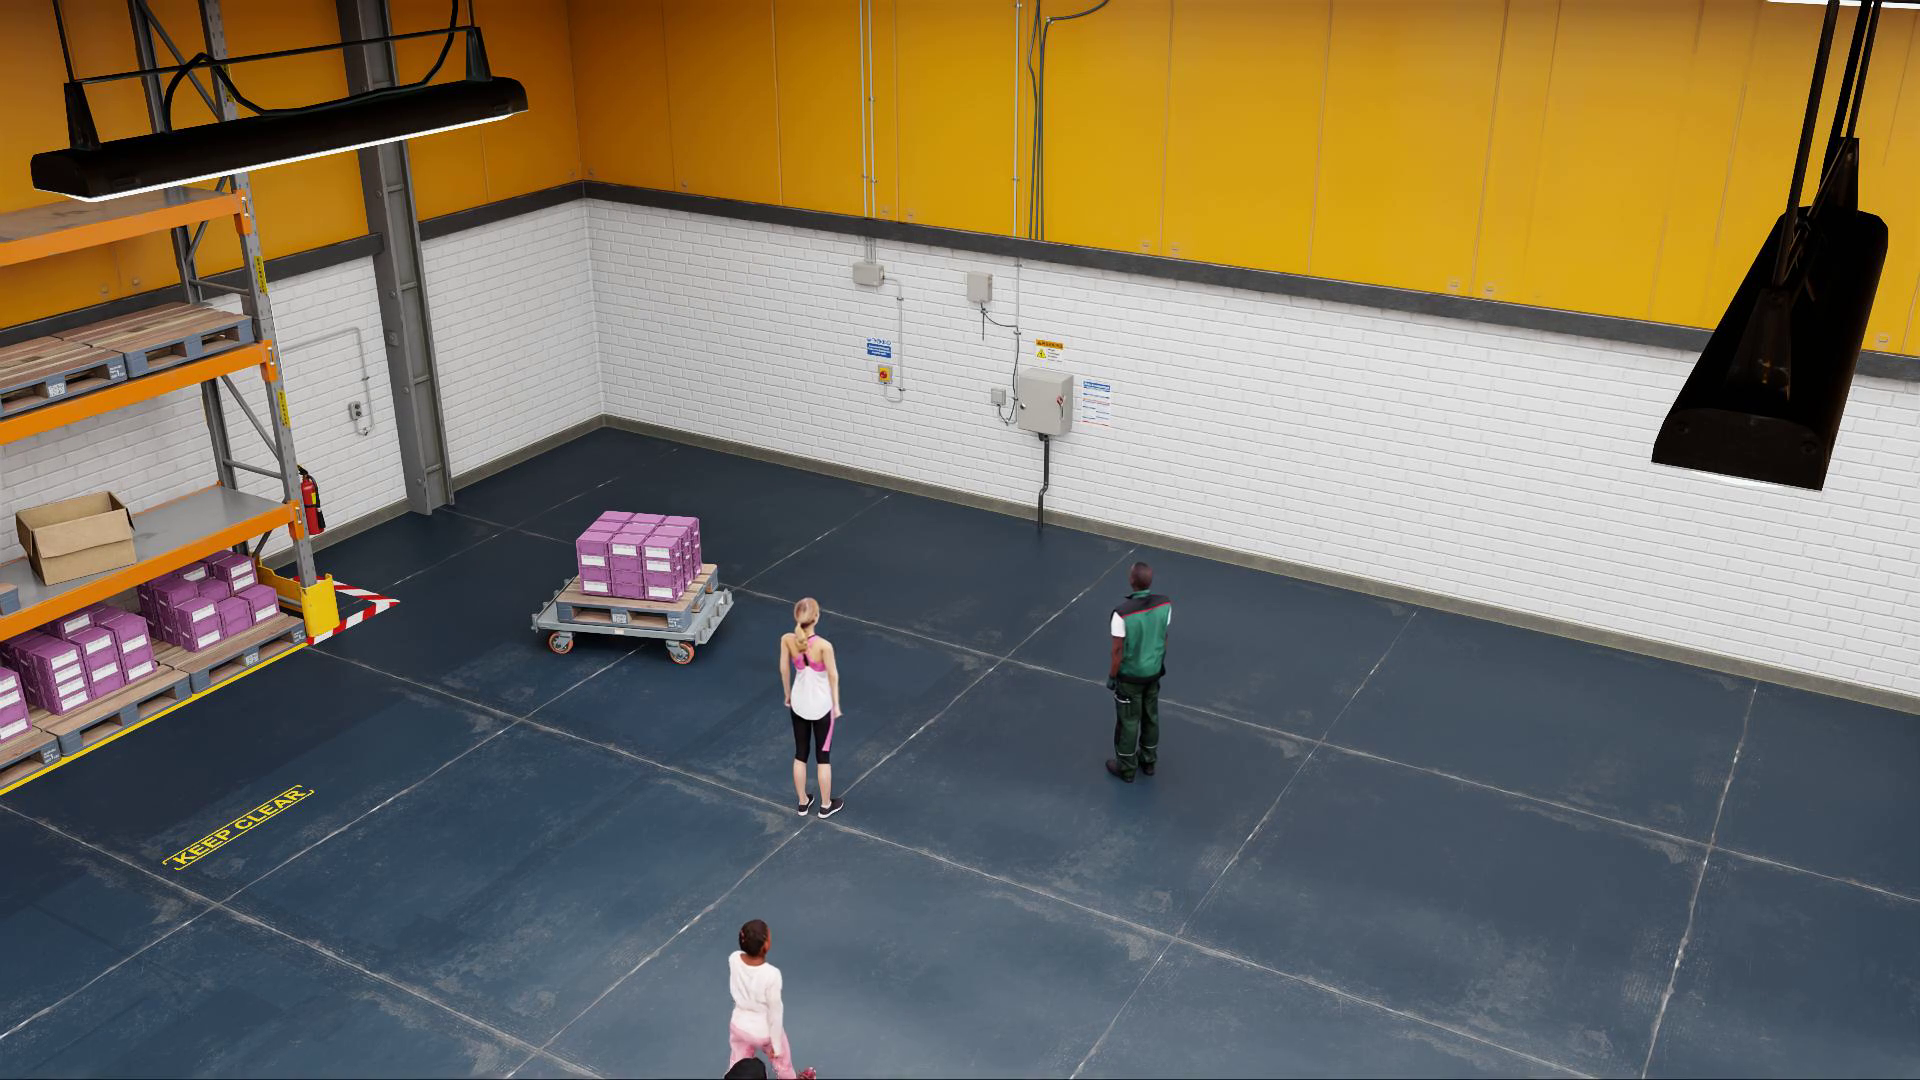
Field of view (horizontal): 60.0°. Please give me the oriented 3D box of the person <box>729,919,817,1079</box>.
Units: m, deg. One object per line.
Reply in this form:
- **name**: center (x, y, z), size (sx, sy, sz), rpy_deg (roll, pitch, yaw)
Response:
- **person**: center (-1.186, 2.780, 9.351), size (0.560, 1.417, 0.880), rpy_deg (12, 26, 25)

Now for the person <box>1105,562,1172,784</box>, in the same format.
- **person**: center (1.381, 1.013, 12.867), size (0.734, 1.840, 0.844), rpy_deg (-12, 26, -26)

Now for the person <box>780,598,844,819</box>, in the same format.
- **person**: center (-1.110, 1.250, 12.389), size (0.642, 1.787, 0.574), rpy_deg (8, 25, 18)
